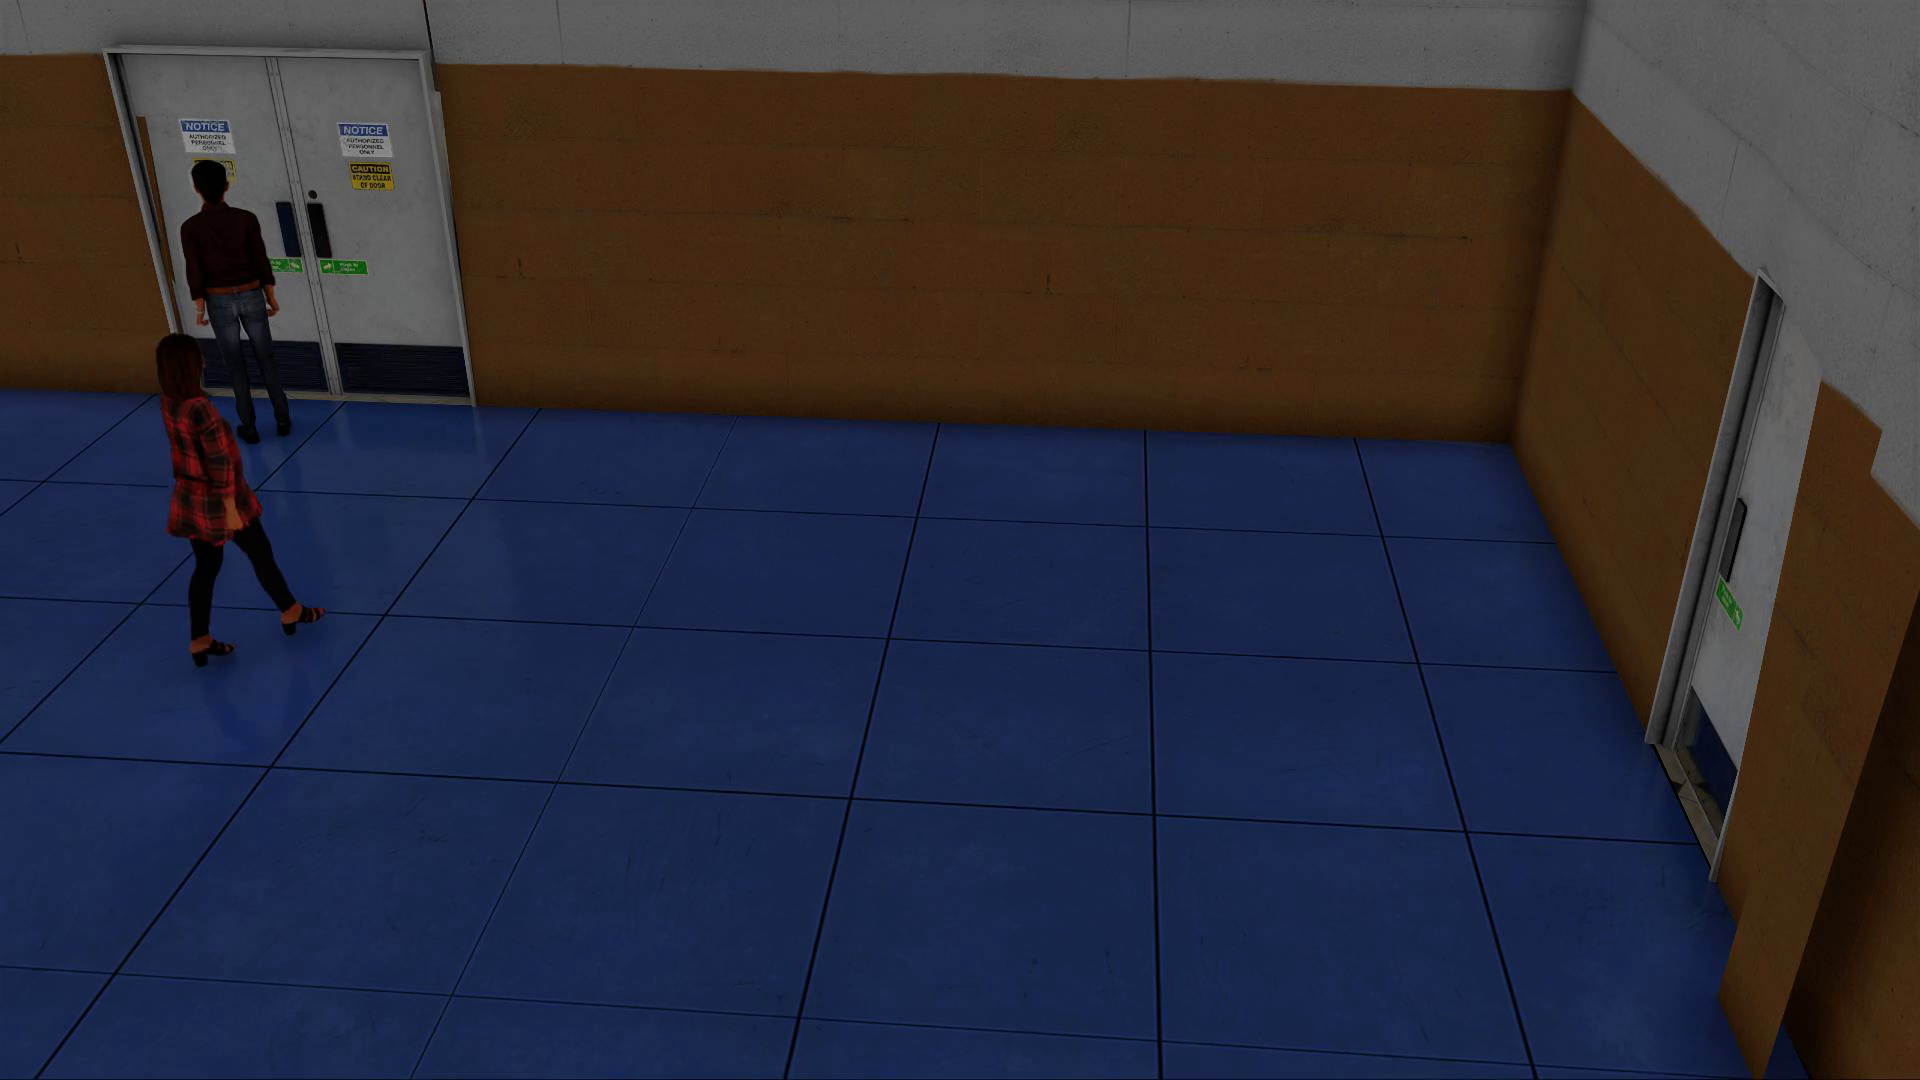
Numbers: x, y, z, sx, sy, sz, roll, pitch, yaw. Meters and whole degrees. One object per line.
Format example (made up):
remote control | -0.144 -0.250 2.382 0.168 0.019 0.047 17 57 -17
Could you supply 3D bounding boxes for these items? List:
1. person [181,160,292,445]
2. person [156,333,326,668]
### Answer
person | -4.453 -1.458 10.243 0.720 1.781 0.745 -17 33 -29
person | -3.639 -0.154 7.964 0.890 1.676 1.035 18 34 30
